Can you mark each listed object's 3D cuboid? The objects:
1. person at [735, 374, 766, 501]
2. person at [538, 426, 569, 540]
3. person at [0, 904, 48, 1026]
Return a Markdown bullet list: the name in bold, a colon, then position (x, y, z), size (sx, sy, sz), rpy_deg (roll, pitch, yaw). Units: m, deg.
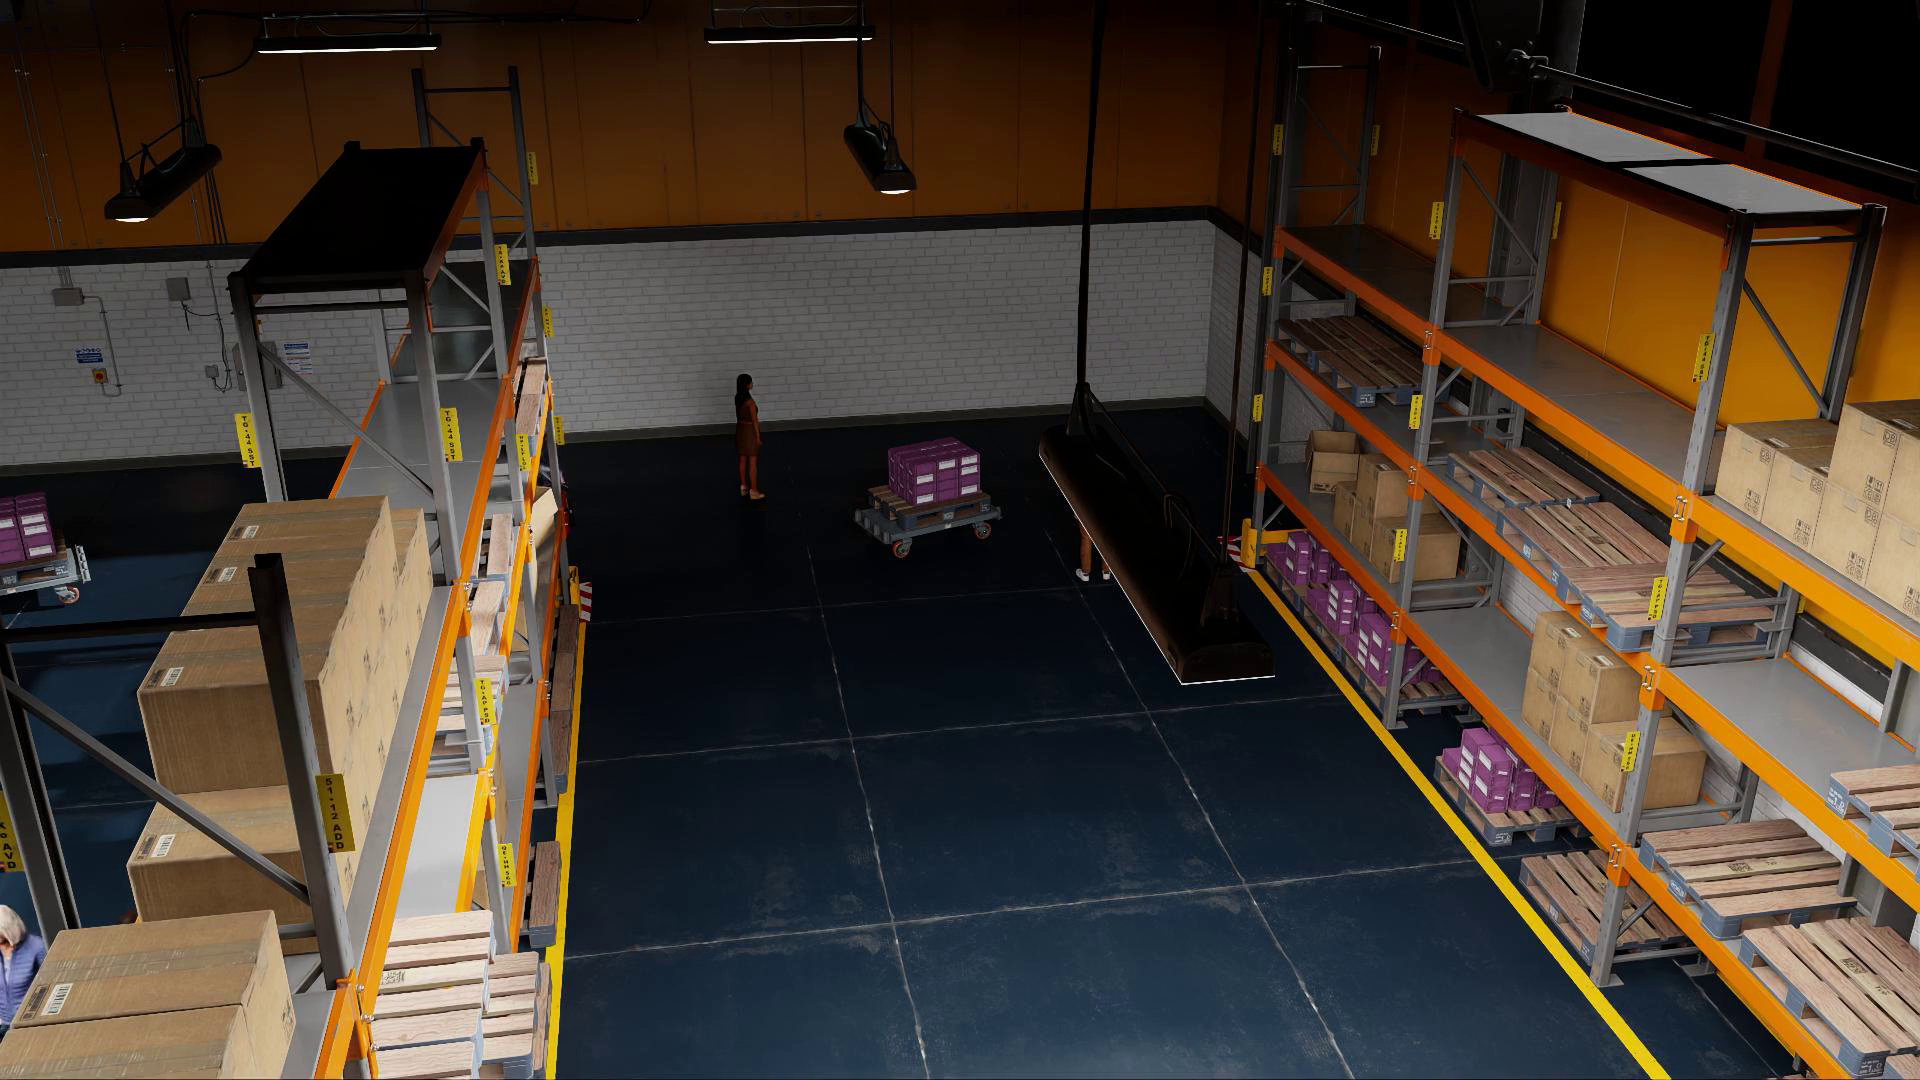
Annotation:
- **person**: position (-2.767, -1.357, 21.683), size (0.700, 1.690, 0.602), rpy_deg (-20, 30, -38)
- **person**: position (-5.084, -0.773, 20.249), size (0.754, 1.769, 0.681), rpy_deg (-17, 29, -33)
- **person**: position (-6.333, 3.158, 11.325), size (0.738, 1.714, 1.093), rpy_deg (-1, 24, -3)
